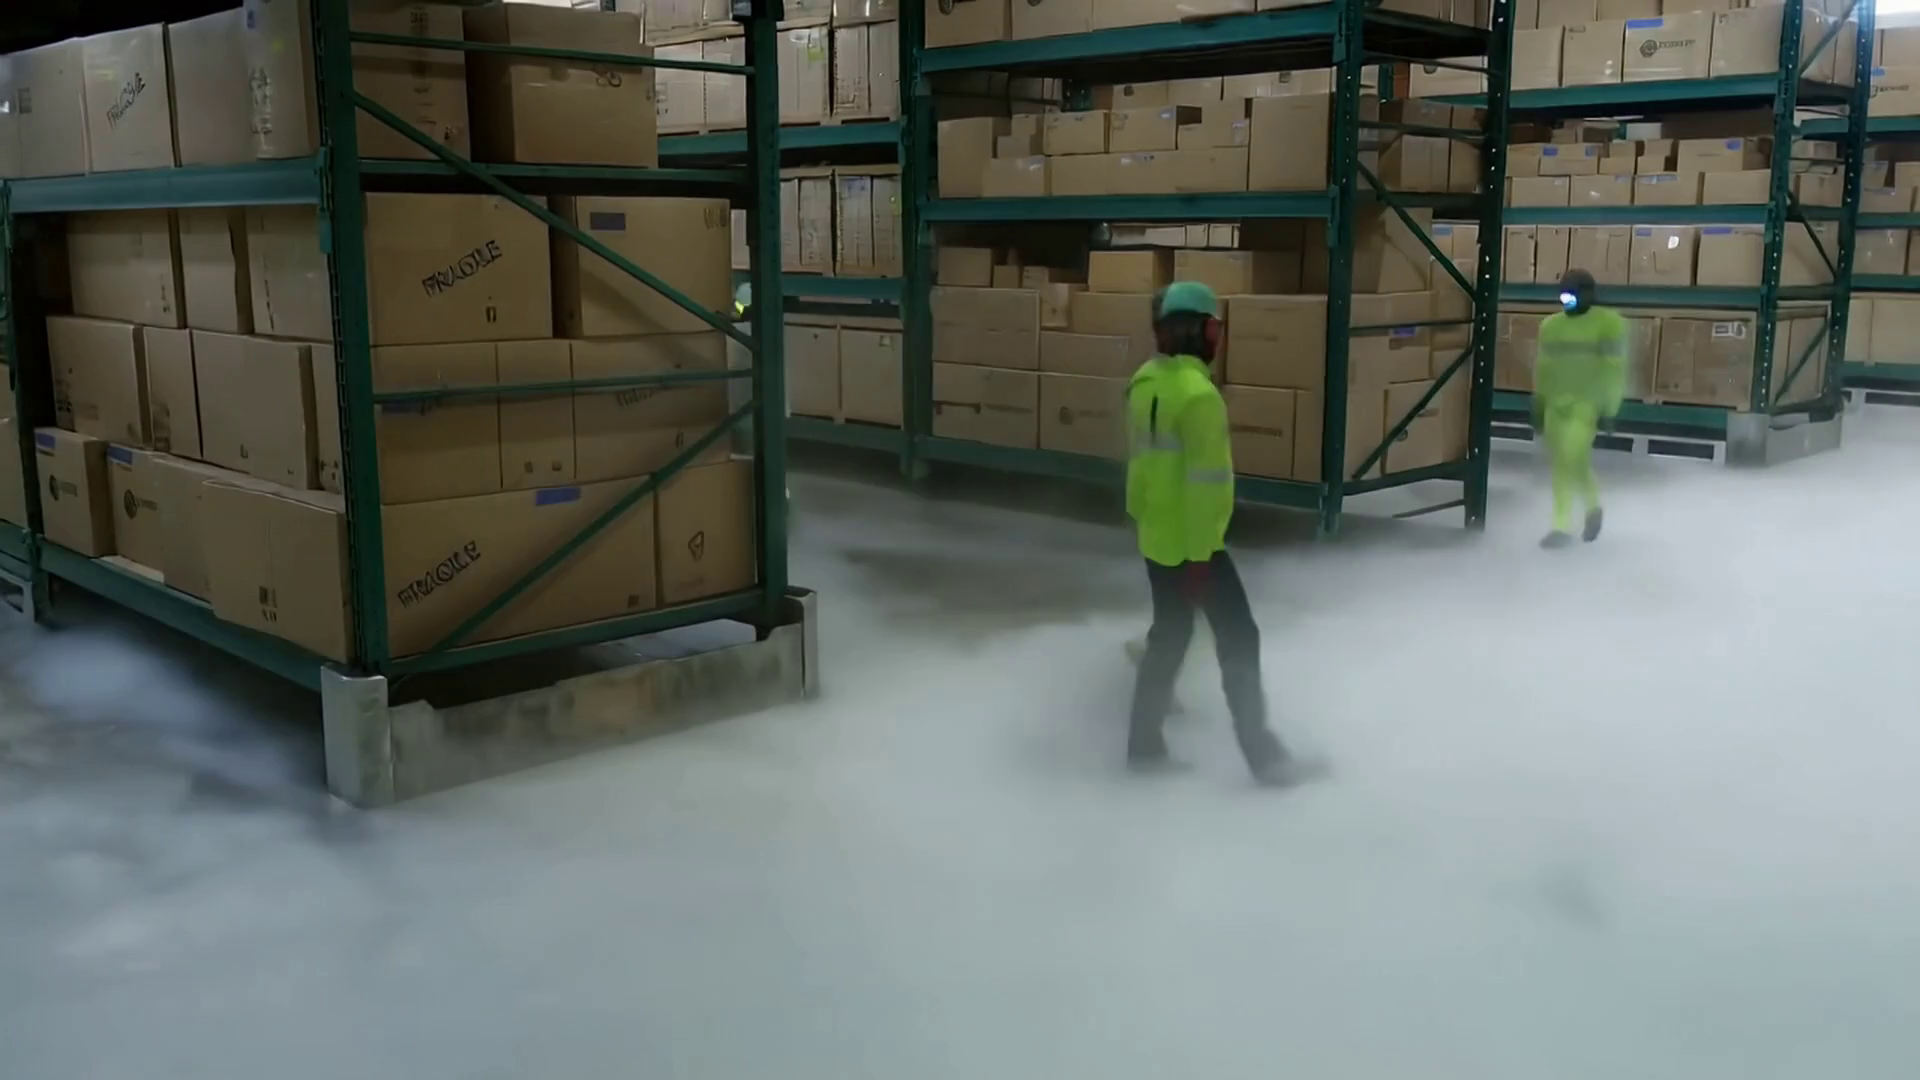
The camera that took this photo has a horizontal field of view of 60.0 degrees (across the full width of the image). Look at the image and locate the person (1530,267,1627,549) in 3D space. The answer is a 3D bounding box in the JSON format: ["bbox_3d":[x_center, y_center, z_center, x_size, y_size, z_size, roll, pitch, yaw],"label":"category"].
[{"bbox_3d":[4.165,-0.886,11.299,0.453,1.922,0.651,-8,13,-36],"label":"person"}]

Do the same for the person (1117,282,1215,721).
[{"bbox_3d":[0.929,-0.162,7.337,0.426,1.934,0.632,5,12,26],"label":"person"}]

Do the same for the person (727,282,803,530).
[{"bbox_3d":[-1.416,-0.952,11.998,0.776,1.803,0.591,7,13,34],"label":"person"}]

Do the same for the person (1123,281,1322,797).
[{"bbox_3d":[1.016,0.000,6.373,0.805,1.951,0.643,-2,11,-12],"label":"person"}]
